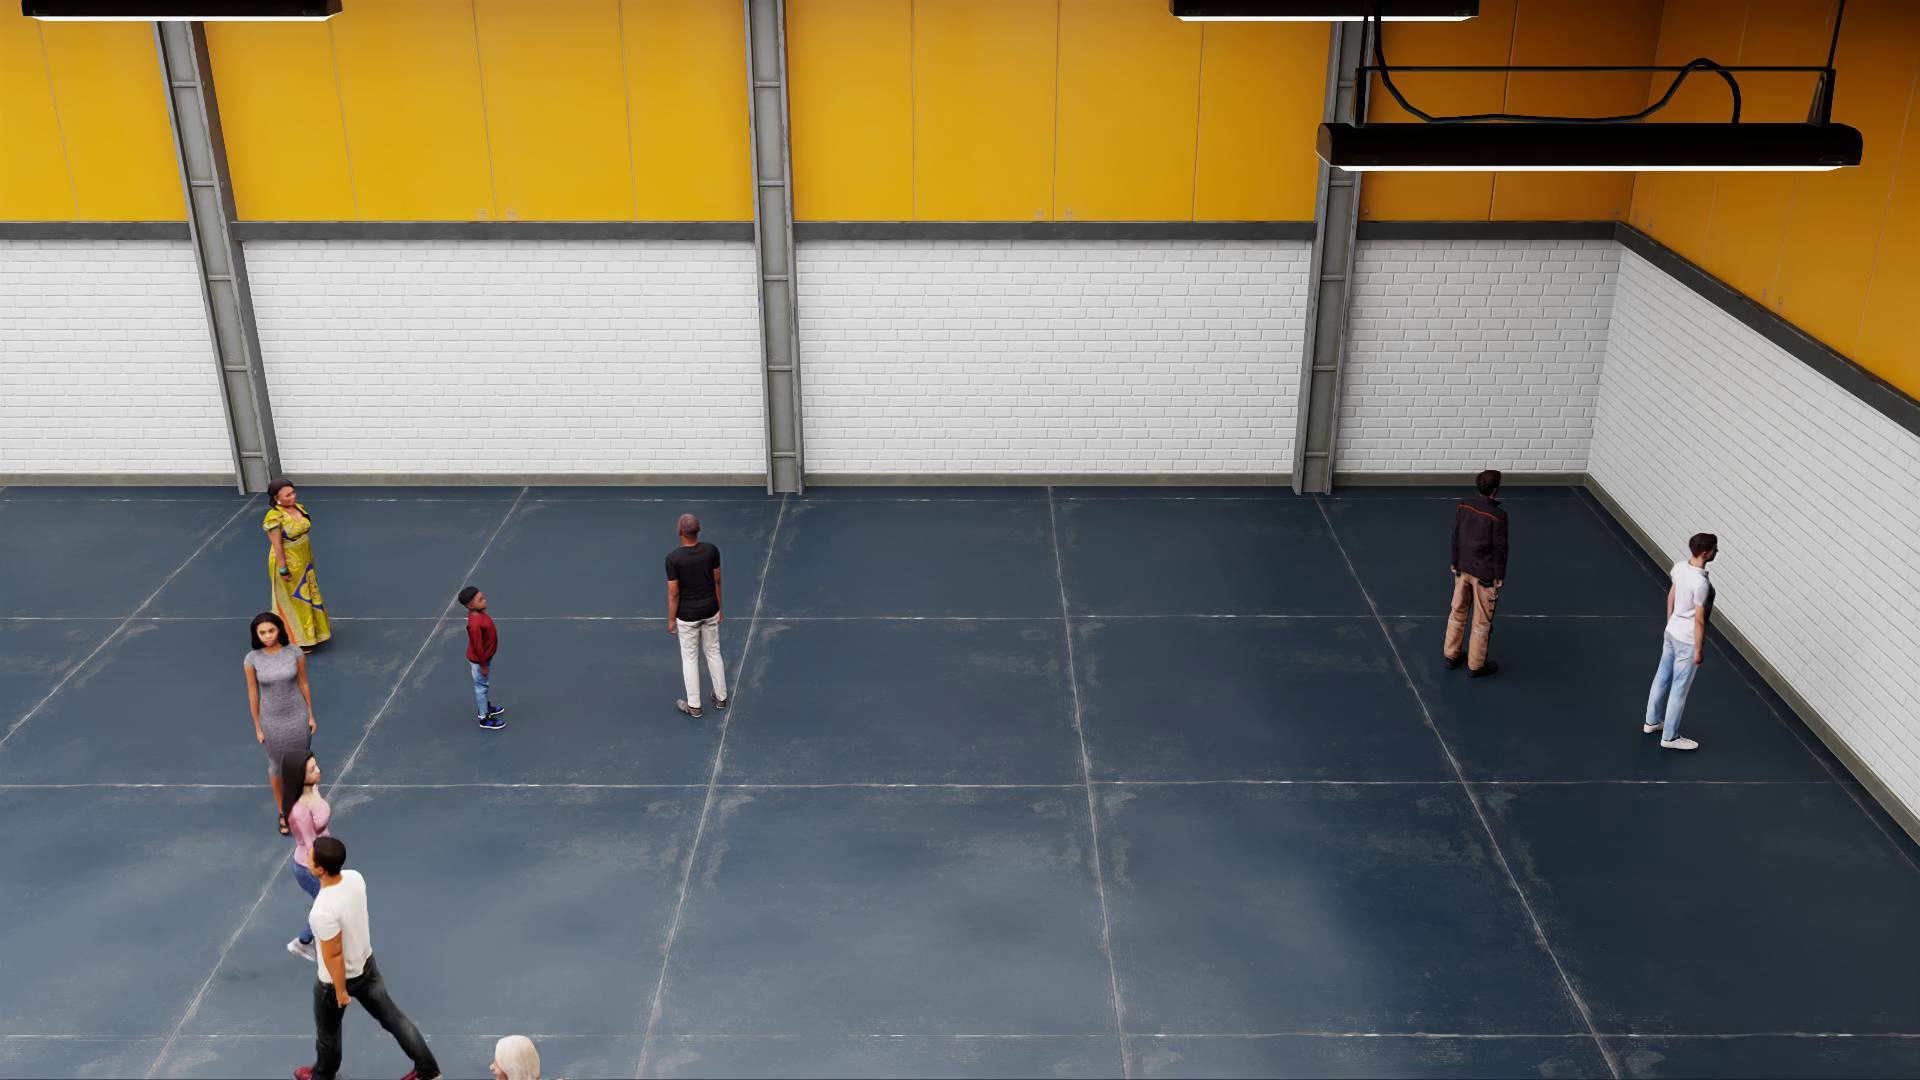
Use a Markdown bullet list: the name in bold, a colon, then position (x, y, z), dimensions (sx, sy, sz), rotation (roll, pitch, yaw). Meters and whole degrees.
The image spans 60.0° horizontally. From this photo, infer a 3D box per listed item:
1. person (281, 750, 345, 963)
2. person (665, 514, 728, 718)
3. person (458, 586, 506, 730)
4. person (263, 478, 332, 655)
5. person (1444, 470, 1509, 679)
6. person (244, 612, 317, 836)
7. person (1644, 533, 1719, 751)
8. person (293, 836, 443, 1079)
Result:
- **person**: position (-4.207, 2.114, 10.695), dimensions (0.729, 1.730, 0.602), rotation (-2, 24, -5)
- **person**: position (-2.222, 0.626, 14.007), dimensions (0.718, 1.804, 0.817), rotation (-16, 28, -32)
- **person**: position (-4.021, 0.961, 13.926), dimensions (0.555, 1.256, 0.554), rotation (-6, 24, -14)
- **person**: position (-6.075, 0.207, 15.145), dimensions (0.804, 1.660, 0.880), rotation (3, 24, 6)
- **person**: position (4.555, 0.281, 14.645), dimensions (0.834, 1.925, 0.790), rotation (-19, 30, -37)
- **person**: position (-5.030, 1.352, 12.376), dimensions (0.612, 1.781, 0.722), rotation (-13, 27, -27)
- **person**: position (5.894, 0.798, 13.555), dimensions (0.560, 1.850, 0.662), rotation (-2, 24, -4)
- **person**: position (-3.484, 2.520, 9.723), dimensions (1.216, 1.765, 0.809), rotation (4, 24, 9)
